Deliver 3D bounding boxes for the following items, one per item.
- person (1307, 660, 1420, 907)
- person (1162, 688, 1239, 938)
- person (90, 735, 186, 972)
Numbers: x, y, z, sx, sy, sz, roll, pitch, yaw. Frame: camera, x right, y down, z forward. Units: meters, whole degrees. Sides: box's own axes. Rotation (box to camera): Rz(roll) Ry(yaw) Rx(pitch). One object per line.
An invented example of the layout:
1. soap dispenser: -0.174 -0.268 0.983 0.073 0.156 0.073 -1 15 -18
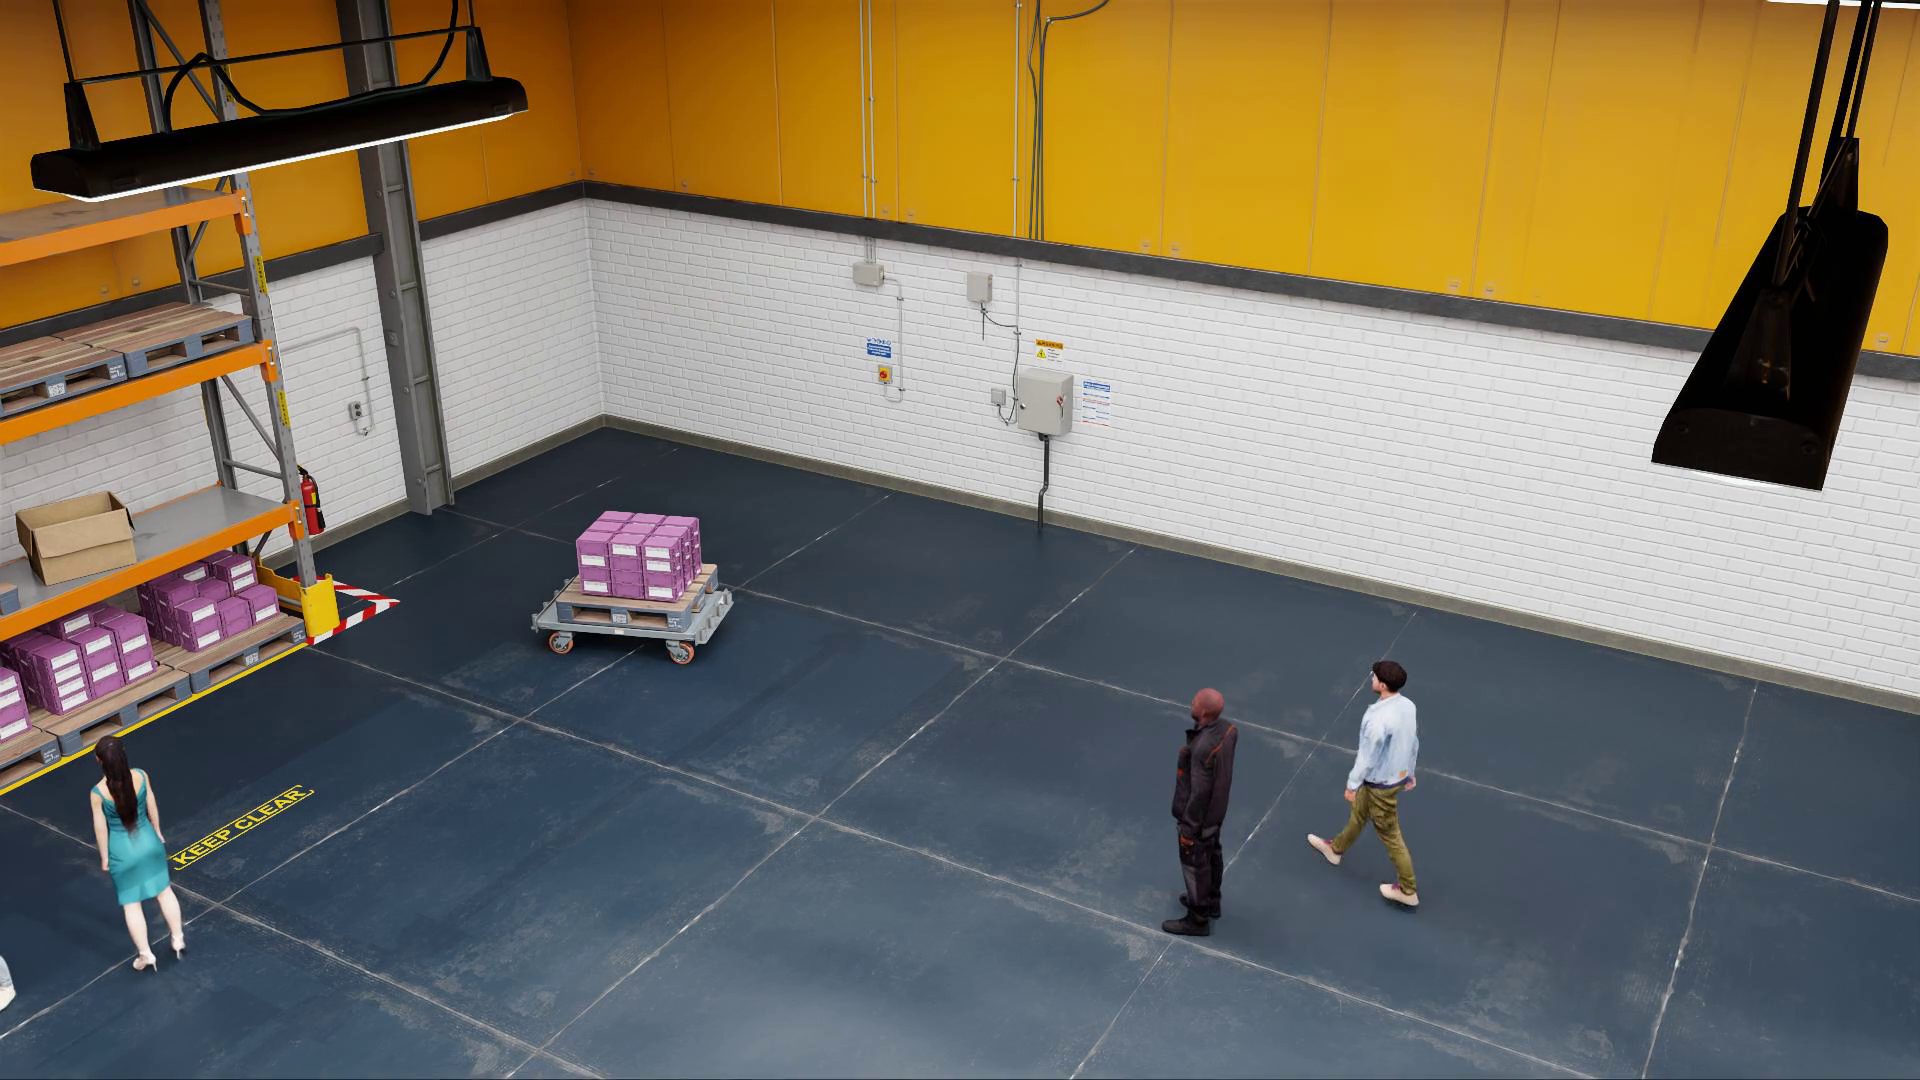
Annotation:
1. person: 2.968 1.706 11.379 0.893 1.761 1.148 19 30 36
2. person: 1.631 1.799 11.085 0.765 1.825 0.533 12 26 25
3. person: -5.339 2.019 10.763 0.642 1.682 0.485 18 29 35
